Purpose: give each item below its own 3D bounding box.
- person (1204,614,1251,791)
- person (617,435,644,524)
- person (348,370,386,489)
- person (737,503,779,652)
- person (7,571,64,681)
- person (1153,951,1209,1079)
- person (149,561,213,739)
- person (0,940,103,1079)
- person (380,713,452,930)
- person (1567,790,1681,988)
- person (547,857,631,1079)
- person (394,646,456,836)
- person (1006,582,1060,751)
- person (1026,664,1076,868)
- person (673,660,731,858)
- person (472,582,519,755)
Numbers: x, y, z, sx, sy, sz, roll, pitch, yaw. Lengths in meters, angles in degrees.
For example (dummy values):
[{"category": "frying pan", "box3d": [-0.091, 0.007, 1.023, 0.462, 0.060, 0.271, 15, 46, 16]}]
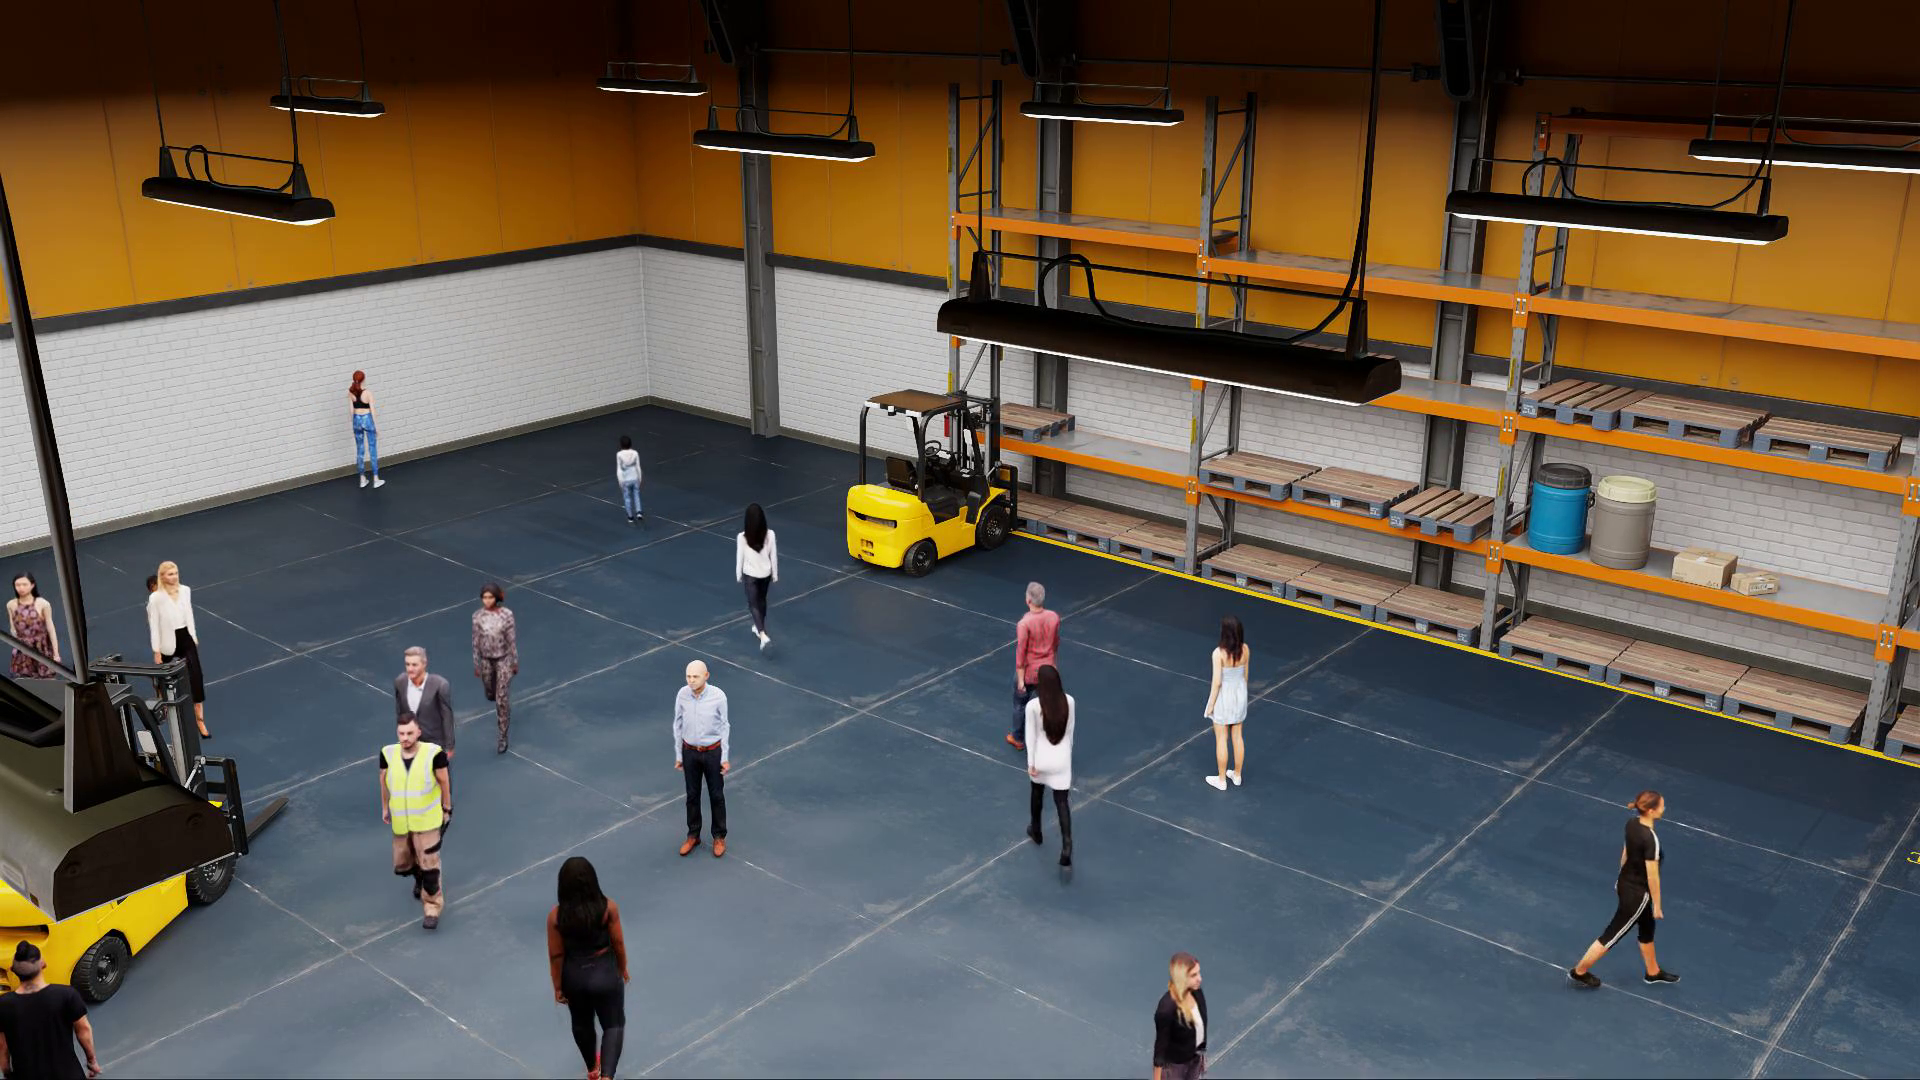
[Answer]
[{"category": "person", "box3d": [2.535, 1.515, 15.647, 0.661, 1.731, 0.653, -9, 21, -25]}, {"category": "person", "box3d": [-4.646, -0.843, 23.398, 0.573, 1.251, 0.638, -8, 20, -24]}, {"category": "person", "box3d": [-8.959, -1.677, 25.039, 0.658, 1.784, 0.728, 1, 19, 3]}, {"category": "person", "box3d": [-2.283, 0.442, 18.930, 0.929, 1.667, 1.174, -8, 20, -24]}, {"category": "person", "box3d": [-9.266, 1.134, 16.746, 0.837, 1.750, 0.908, -4, 19, -11]}, {"category": "person", "box3d": [1.294, 3.305, 10.438, 0.569, 1.663, 0.603, 15, 24, 38]}, {"category": "person", "box3d": [-7.950, 1.100, 16.761, 1.217, 1.806, 0.671, 14, 23, 36]}, {"category": "person", "box3d": [-5.617, 3.263, 10.246, 0.775, 1.864, 0.757, -8, 20, -22]}, {"category": "person", "box3d": [-4.378, 2.207, 13.426, 0.997, 1.835, 1.048, -1, 19, -2]}, {"category": "person", "box3d": [4.970, 2.647, 12.444, 1.157, 1.630, 1.008, 1, 19, 2]}, {"category": "person", "box3d": [-2.475, 2.991, 11.162, 1.082, 1.796, 1.155, -2, 19, -7]}, {"category": "person", "box3d": [-4.713, 1.758, 14.784, 0.965, 1.820, 1.027, 2, 19, 5]}, {"category": "person", "box3d": [0.800, 1.325, 16.108, 0.964, 1.795, 1.294, -11, 21, -29]}, {"category": "person", "box3d": [0.802, 1.951, 14.280, 1.071, 1.775, 1.188, -3, 19, -9]}, {"category": "person", "box3d": [-2.242, 1.878, 14.474, 0.702, 1.791, 0.799, 2, 19, 5]}, {"category": "person", "box3d": [-4.610, 1.217, 16.592, 1.049, 1.690, 1.111, -2, 19, -5]}]
